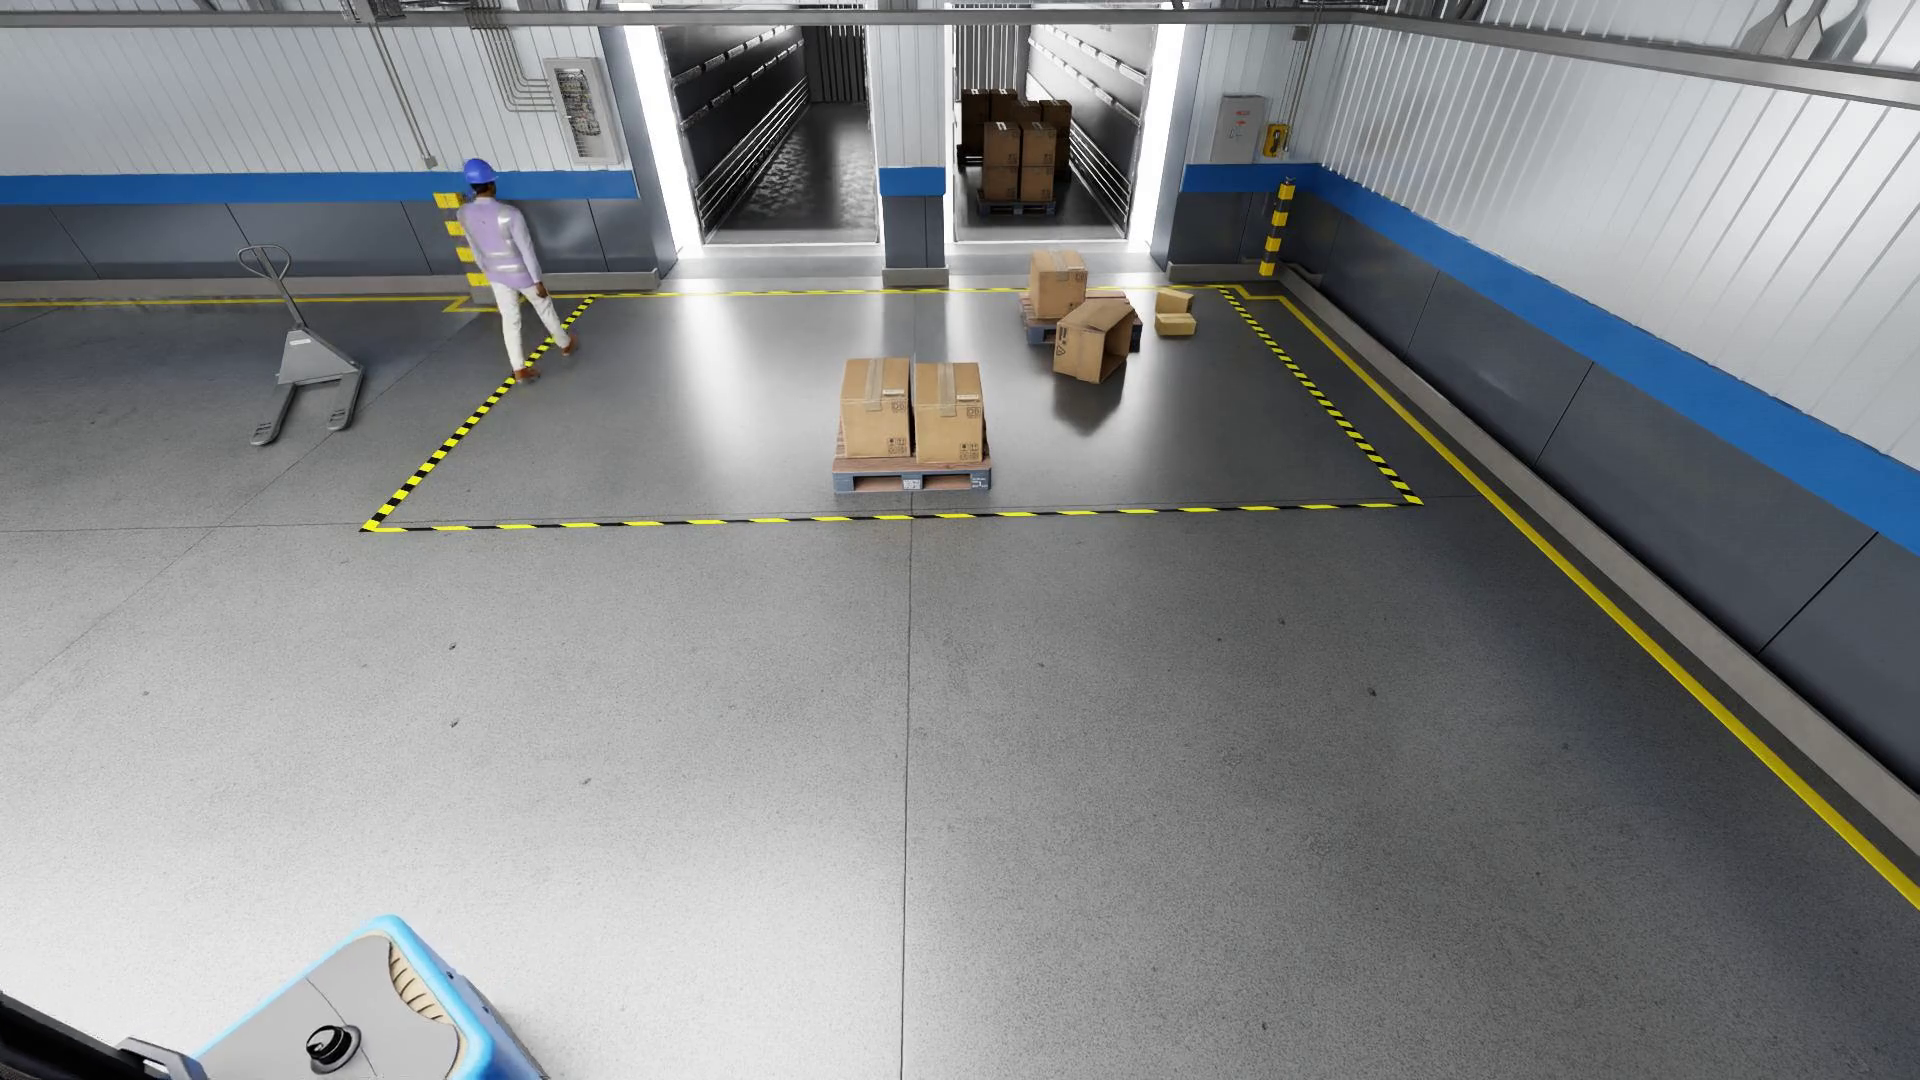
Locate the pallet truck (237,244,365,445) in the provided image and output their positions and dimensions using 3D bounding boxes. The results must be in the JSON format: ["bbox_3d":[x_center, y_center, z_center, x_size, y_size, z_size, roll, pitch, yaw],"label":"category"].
[{"bbox_3d":[-5.915,-1.733,6.366,0.680,1.201,1.601,-18,42,-21],"label":"pallet truck"}]

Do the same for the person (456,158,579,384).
[{"bbox_3d":[-4.117,-2.477,6.773,0.628,1.892,1.025,1,38,1],"label":"person"}]

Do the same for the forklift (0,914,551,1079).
[{"bbox_3d":[-1.871,1.356,1.828,0.716,2.013,0.776,24,44,27],"label":"forklift"}]
